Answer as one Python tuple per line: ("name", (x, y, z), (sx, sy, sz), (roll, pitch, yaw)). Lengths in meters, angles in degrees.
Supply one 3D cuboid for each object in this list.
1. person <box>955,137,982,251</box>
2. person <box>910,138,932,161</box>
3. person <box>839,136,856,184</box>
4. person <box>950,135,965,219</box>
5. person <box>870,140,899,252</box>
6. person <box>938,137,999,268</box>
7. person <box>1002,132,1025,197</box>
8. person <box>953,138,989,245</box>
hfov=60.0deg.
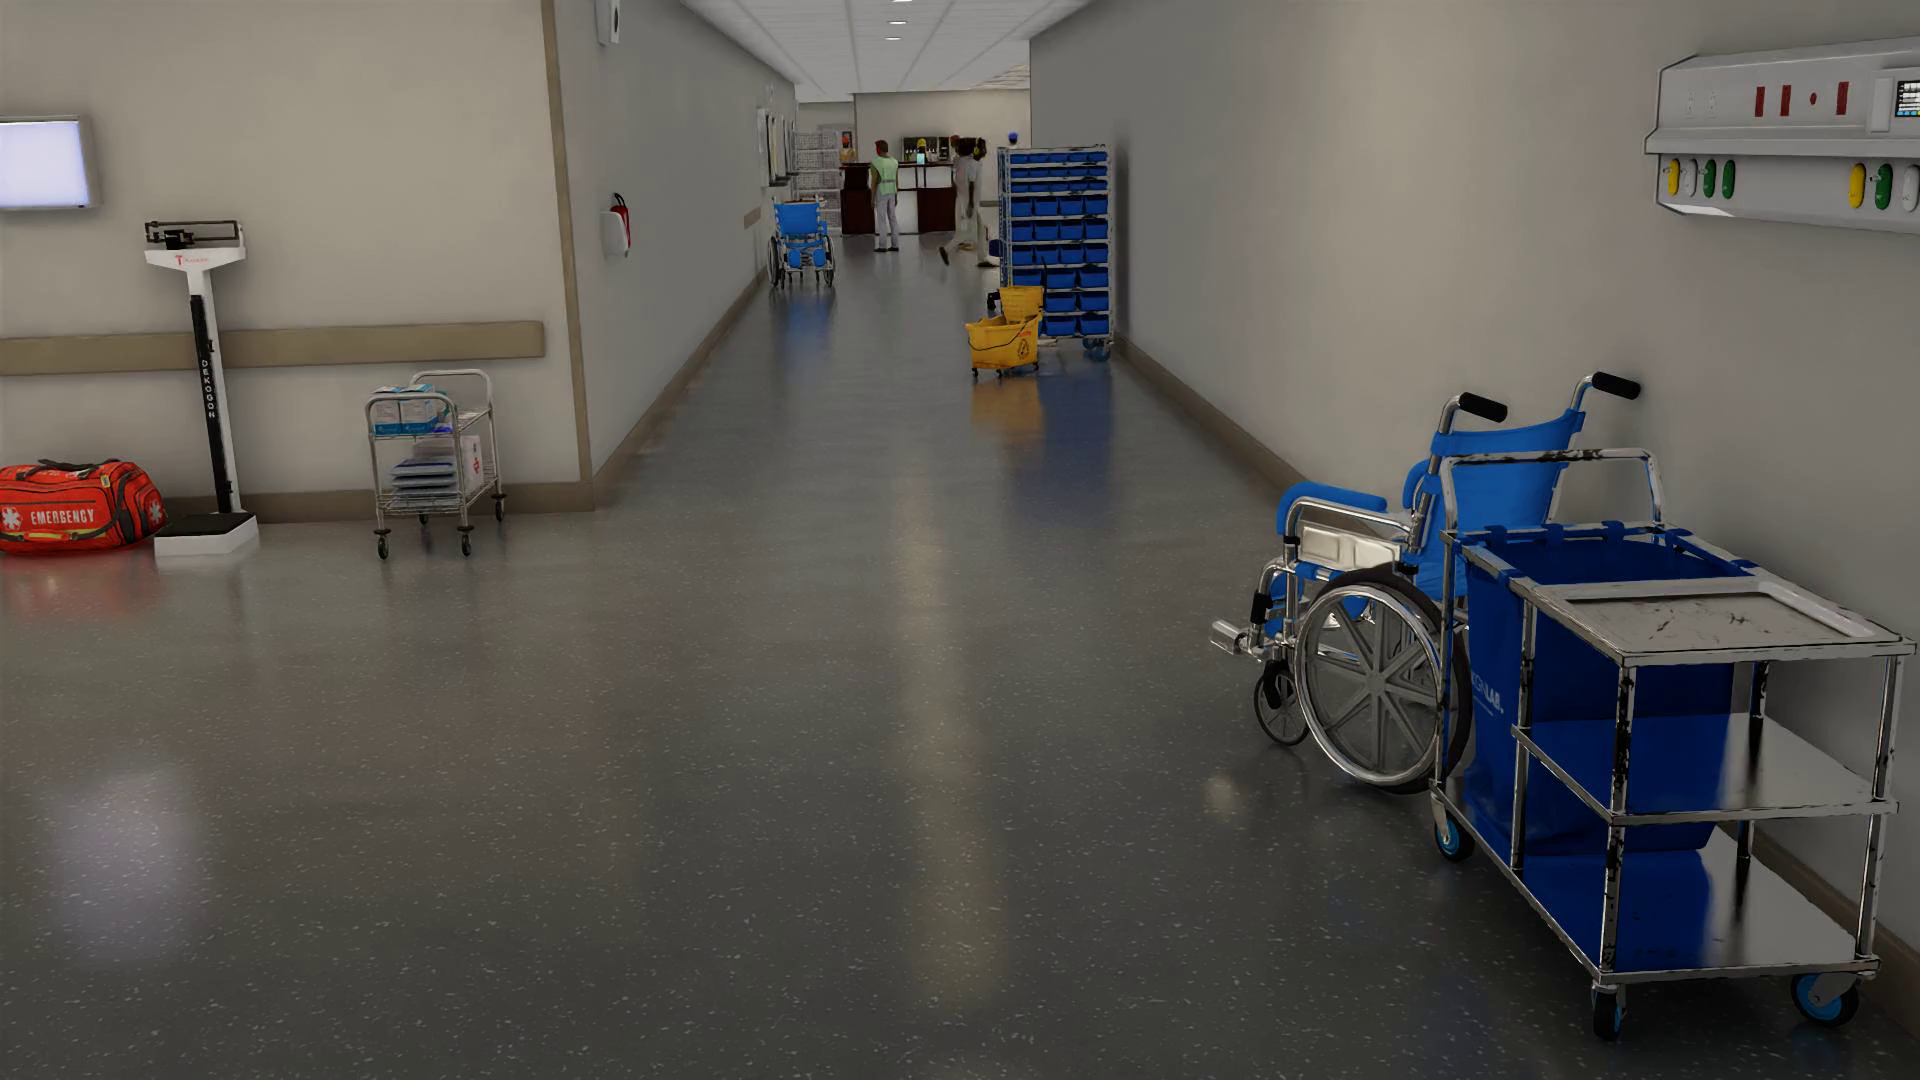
("person", (0.148, -5.694, 27.397), (0.430, 1.840, 0.623), (-6, 14, -17))
("person", (-0.889, -8.629, 39.614), (0.597, 1.824, 0.403), (-2, 14, 0))
("person", (-3.367, -11.067, 49.681), (0.552, 1.936, 0.359), (4, 15, 21))
("person", (-0.055, -8.213, 37.665), (0.359, 1.887, 0.573), (-5, 14, -15))
("person", (-1.229, -5.704, 27.612), (0.560, 1.837, 0.387), (-14, 19, -42))
("person", (0.103, -4.765, 23.586), (0.779, 1.845, 0.519), (-1, 14, 2))
("person", (1.297, -8.762, 39.725), (0.639, 1.896, 0.965), (3, 14, 18))
("person", (0.151, -6.044, 28.859), (0.537, 1.837, 0.842), (10, 18, 39))
